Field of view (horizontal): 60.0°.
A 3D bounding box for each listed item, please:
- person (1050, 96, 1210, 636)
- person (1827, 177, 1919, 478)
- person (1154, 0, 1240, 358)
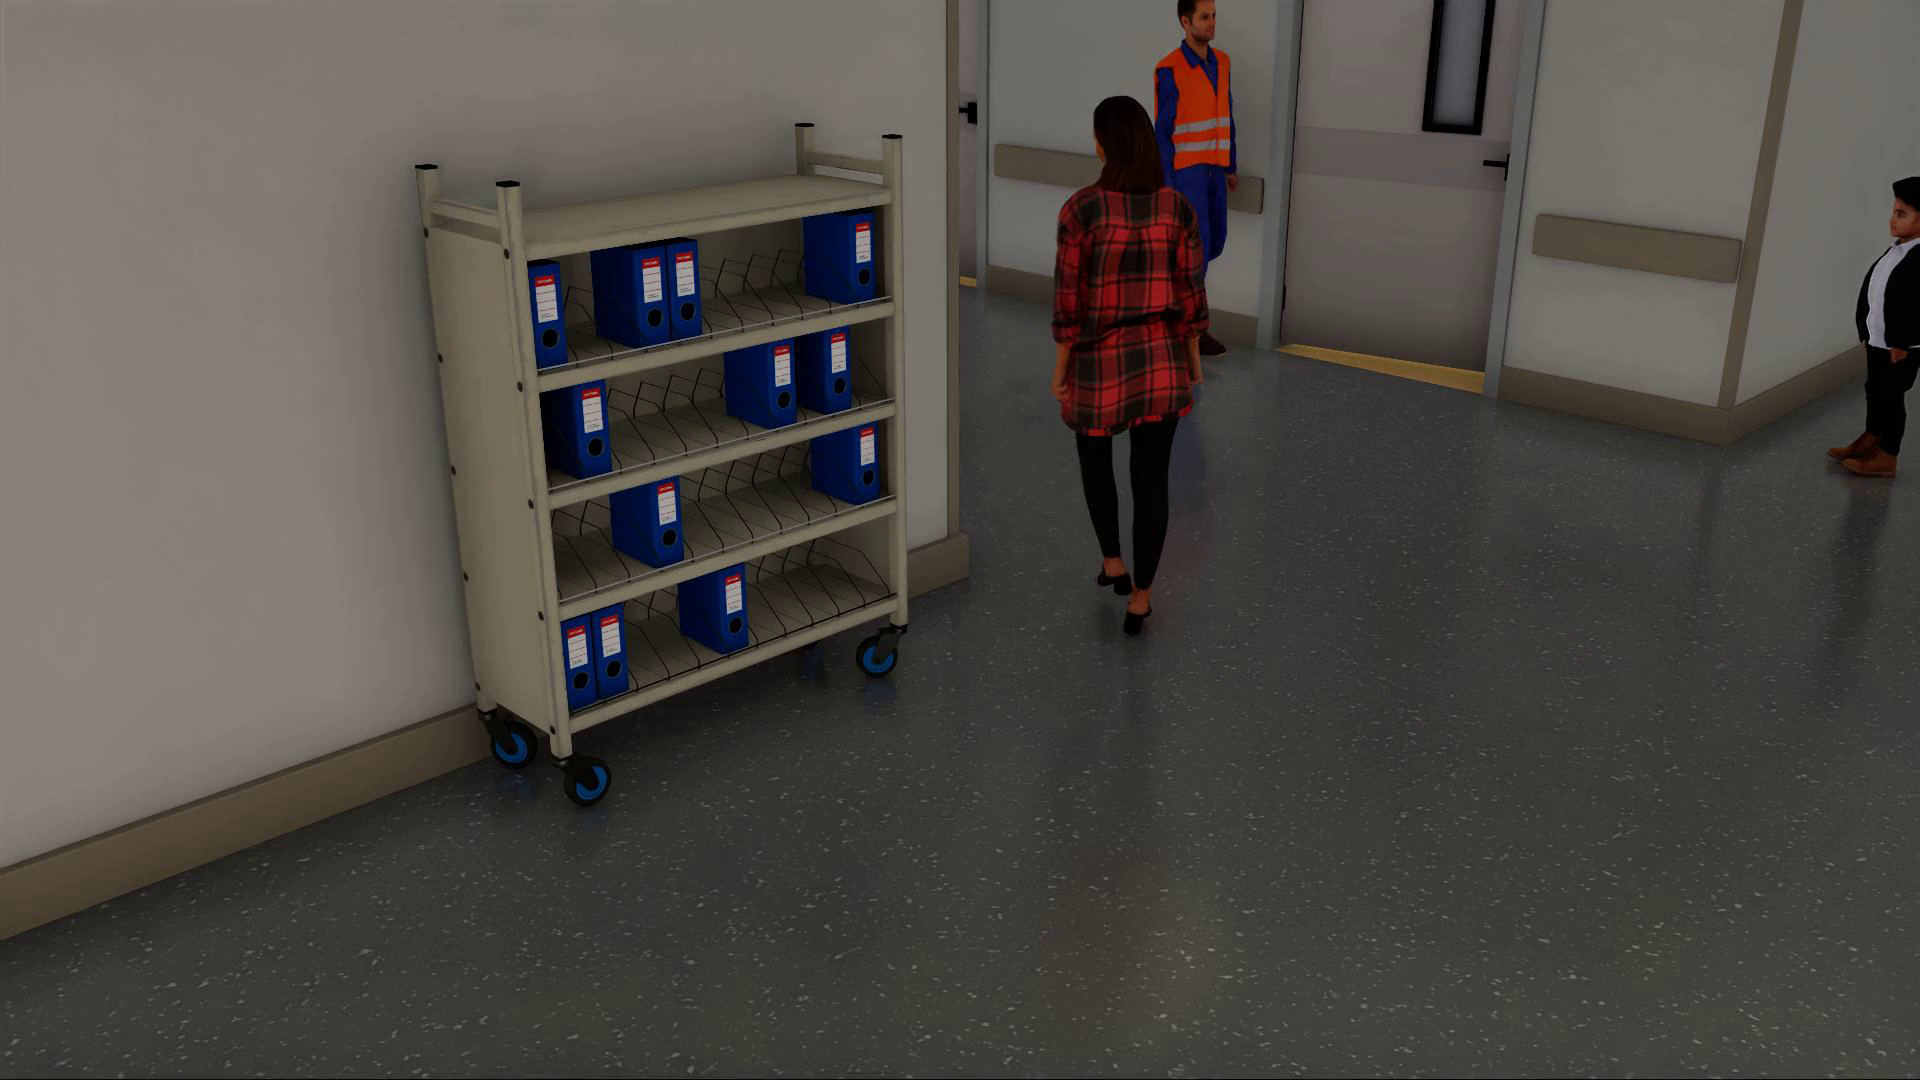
[{"bbox_3d":[0.520,-0.501,5.201,0.806,1.679,0.869,1,21,1],"label":"person"},{"bbox_3d":[3.856,-0.874,6.831,0.636,1.222,0.570,1,21,3],"label":"person"},{"bbox_3d":[1.160,-1.902,8.664,0.933,1.847,0.764,-18,27,-39],"label":"person"}]
